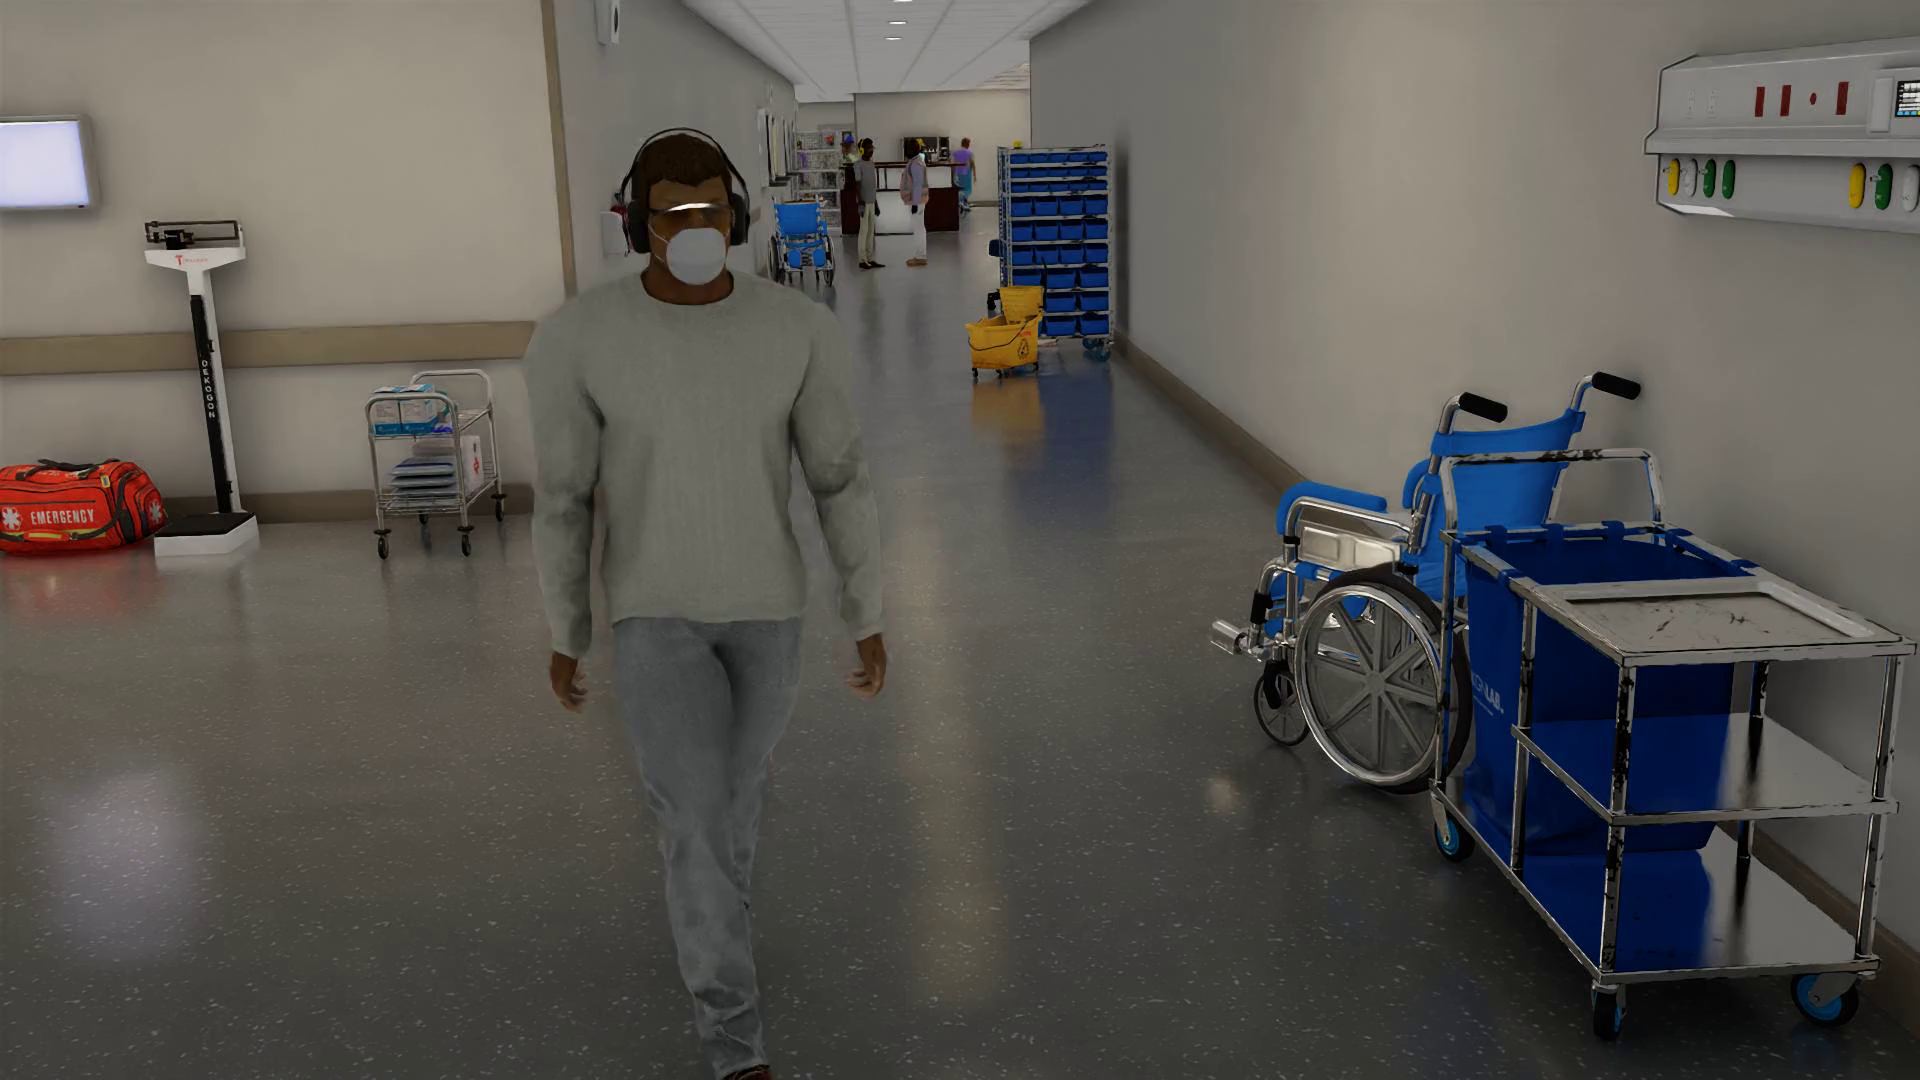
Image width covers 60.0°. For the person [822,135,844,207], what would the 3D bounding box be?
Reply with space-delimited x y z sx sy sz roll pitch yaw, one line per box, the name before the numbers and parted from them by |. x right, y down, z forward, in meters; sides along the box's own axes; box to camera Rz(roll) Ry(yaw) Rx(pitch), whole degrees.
person | -3.522 -10.314 46.534 0.616 1.977 0.516 -11 17 -34

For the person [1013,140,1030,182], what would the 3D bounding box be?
person | 1.368 -8.536 39.177 0.543 1.717 0.905 2 14 14

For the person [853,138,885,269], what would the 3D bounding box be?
person | -1.331 -4.882 24.165 0.328 1.872 0.513 5 15 26

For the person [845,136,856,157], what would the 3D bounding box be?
person | -3.321 -11.461 51.273 0.404 1.945 0.615 0 14 6

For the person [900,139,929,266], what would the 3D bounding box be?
person | -0.667 -4.970 24.513 0.430 1.839 0.626 -1 14 1

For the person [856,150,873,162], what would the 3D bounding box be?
person | -2.299 -8.873 40.735 0.429 1.846 0.625 -6 14 -17

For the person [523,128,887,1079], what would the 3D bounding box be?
person | -0.456 0.171 3.248 0.658 1.885 1.001 -7 15 -21

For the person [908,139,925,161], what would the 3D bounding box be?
person | -0.993 -8.605 39.525 0.403 1.824 0.596 -9 16 -29

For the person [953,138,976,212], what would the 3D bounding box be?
person | 0.083 -8.982 40.959 0.585 1.814 0.619 6 16 28
